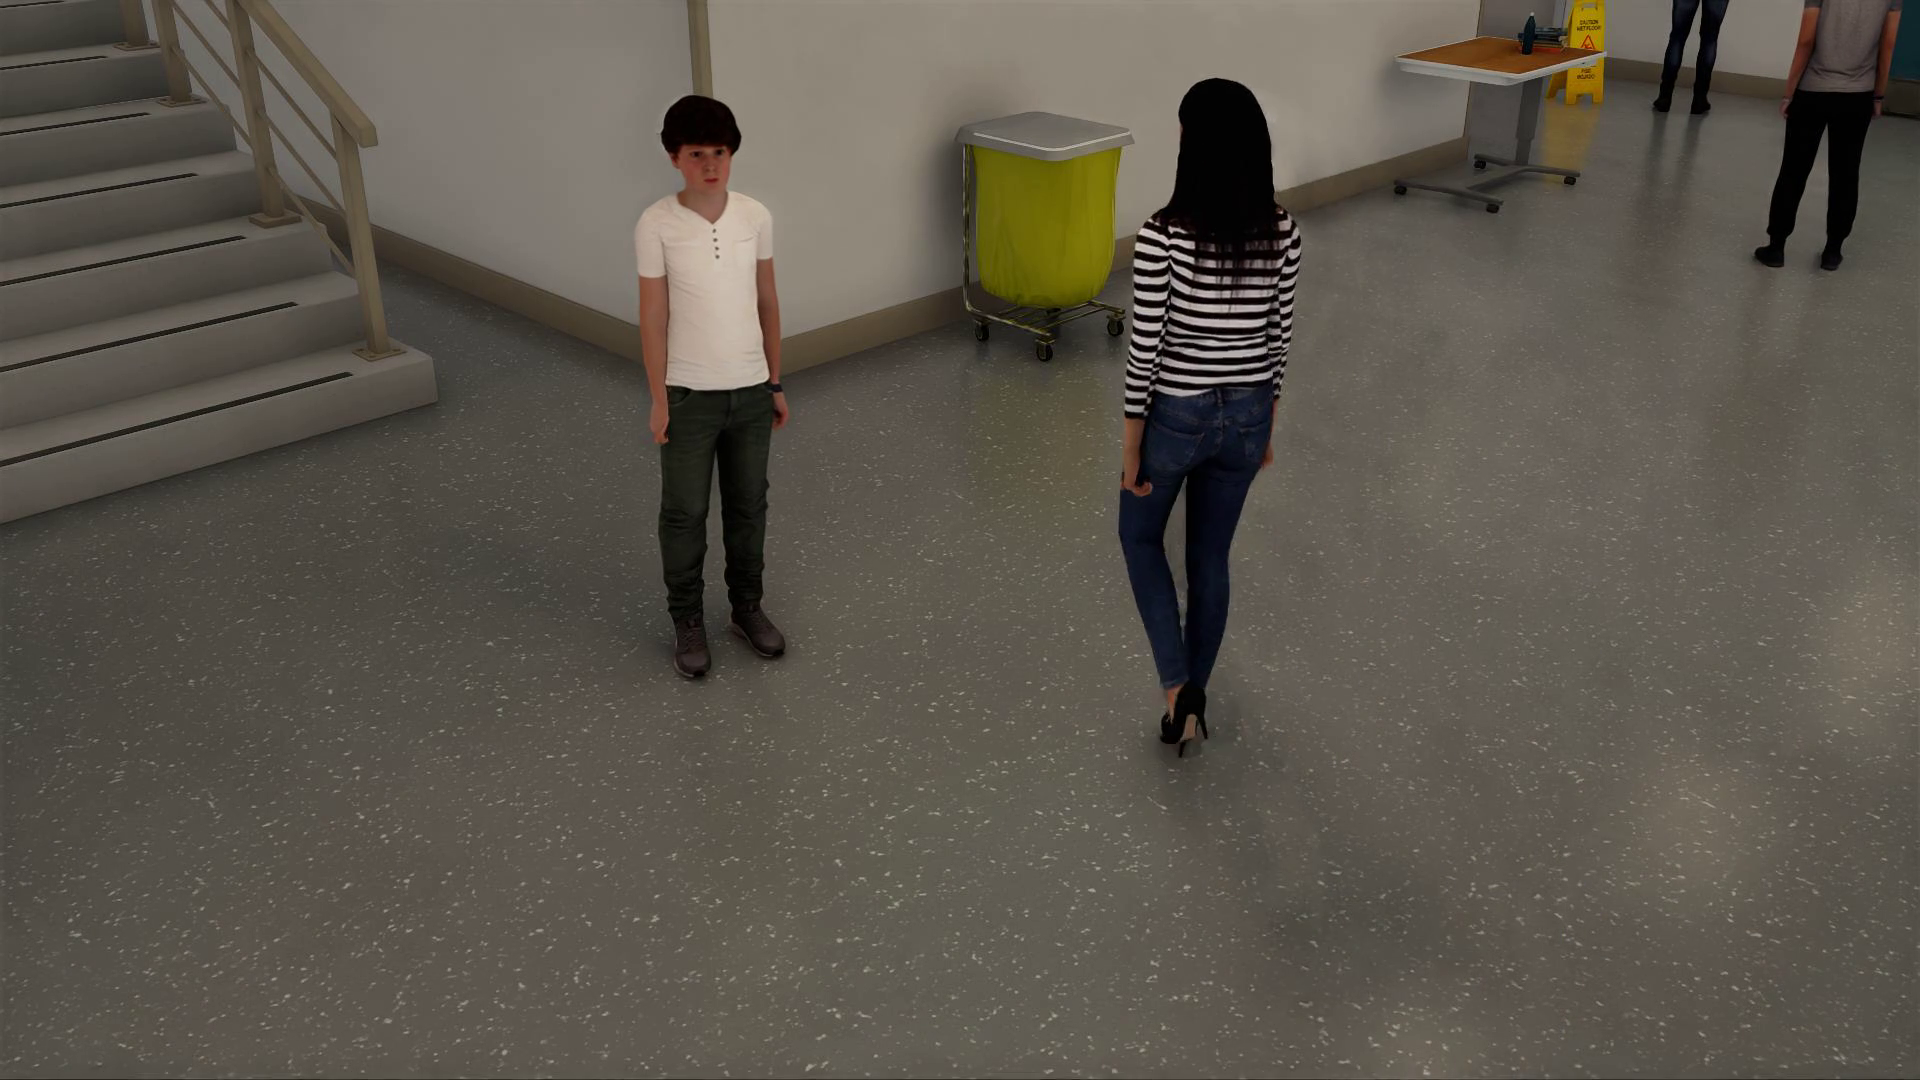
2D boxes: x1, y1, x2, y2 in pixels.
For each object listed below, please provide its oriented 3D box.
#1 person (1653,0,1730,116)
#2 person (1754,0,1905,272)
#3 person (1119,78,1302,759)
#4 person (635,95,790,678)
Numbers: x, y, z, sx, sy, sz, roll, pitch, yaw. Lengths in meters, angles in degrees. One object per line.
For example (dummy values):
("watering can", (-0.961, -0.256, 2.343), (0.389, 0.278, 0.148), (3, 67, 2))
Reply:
("person", (5.366, -4.054, 11.966), (0.631, 1.893, 0.794), (10, 28, 20))
("person", (4.405, -2.253, 8.391), (0.642, 1.754, 0.761), (6, 26, 13))
("person", (0.632, -0.198, 4.097), (0.748, 1.783, 0.814), (-5, 26, -11))
("person", (-0.699, -0.427, 4.718), (0.632, 1.654, 0.634), (-12, 28, -23))
